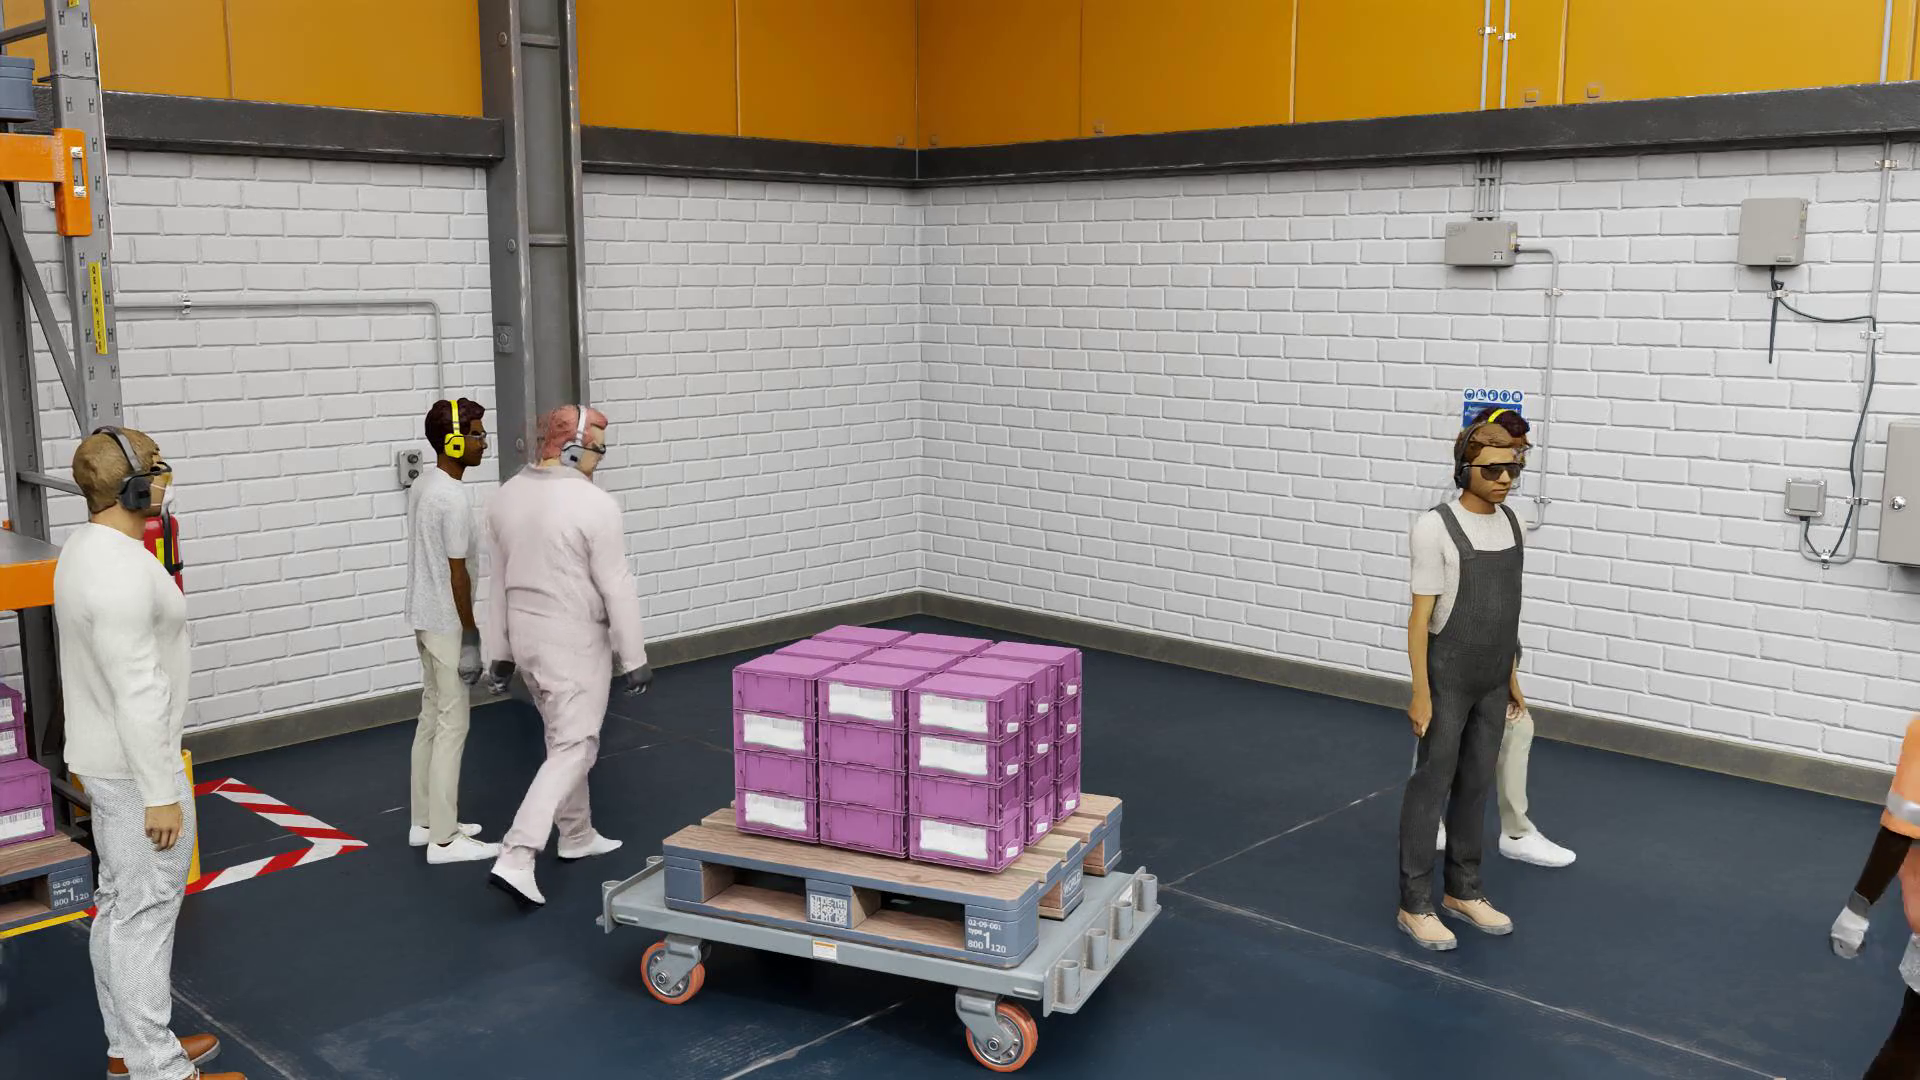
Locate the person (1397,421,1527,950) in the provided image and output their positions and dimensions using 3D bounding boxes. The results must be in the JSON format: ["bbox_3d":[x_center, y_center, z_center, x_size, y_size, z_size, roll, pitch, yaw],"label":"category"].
[{"bbox_3d":[1.776,0.502,5.834,0.514,1.844,0.327,-5,11,-29],"label":"person"}]

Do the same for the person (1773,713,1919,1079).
[{"bbox_3d":[2.356,0.883,4.063,0.553,1.652,0.867,-6,11,-33],"label":"person"}]

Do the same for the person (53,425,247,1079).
[{"bbox_3d":[-2.300,0.645,4.671,0.370,1.940,0.631,-7,11,-35],"label":"person"}]

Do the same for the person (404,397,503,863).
[{"bbox_3d":[-2.048,0.360,6.684,0.349,1.861,0.514,-6,11,-32],"label":"person"}]

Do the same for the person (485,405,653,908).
[{"bbox_3d":[-1.539,0.424,6.280,0.649,1.870,0.839,7,11,36],"label":"person"}]

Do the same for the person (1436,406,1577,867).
[{"bbox_3d":[2.146,0.393,6.569,0.736,1.832,0.494,1,9,8],"label":"person"}]

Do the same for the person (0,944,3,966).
[{"bbox_3d":[-3.188,0.614,4.640,0.617,2.016,0.870,3,10,15],"label":"person"}]
